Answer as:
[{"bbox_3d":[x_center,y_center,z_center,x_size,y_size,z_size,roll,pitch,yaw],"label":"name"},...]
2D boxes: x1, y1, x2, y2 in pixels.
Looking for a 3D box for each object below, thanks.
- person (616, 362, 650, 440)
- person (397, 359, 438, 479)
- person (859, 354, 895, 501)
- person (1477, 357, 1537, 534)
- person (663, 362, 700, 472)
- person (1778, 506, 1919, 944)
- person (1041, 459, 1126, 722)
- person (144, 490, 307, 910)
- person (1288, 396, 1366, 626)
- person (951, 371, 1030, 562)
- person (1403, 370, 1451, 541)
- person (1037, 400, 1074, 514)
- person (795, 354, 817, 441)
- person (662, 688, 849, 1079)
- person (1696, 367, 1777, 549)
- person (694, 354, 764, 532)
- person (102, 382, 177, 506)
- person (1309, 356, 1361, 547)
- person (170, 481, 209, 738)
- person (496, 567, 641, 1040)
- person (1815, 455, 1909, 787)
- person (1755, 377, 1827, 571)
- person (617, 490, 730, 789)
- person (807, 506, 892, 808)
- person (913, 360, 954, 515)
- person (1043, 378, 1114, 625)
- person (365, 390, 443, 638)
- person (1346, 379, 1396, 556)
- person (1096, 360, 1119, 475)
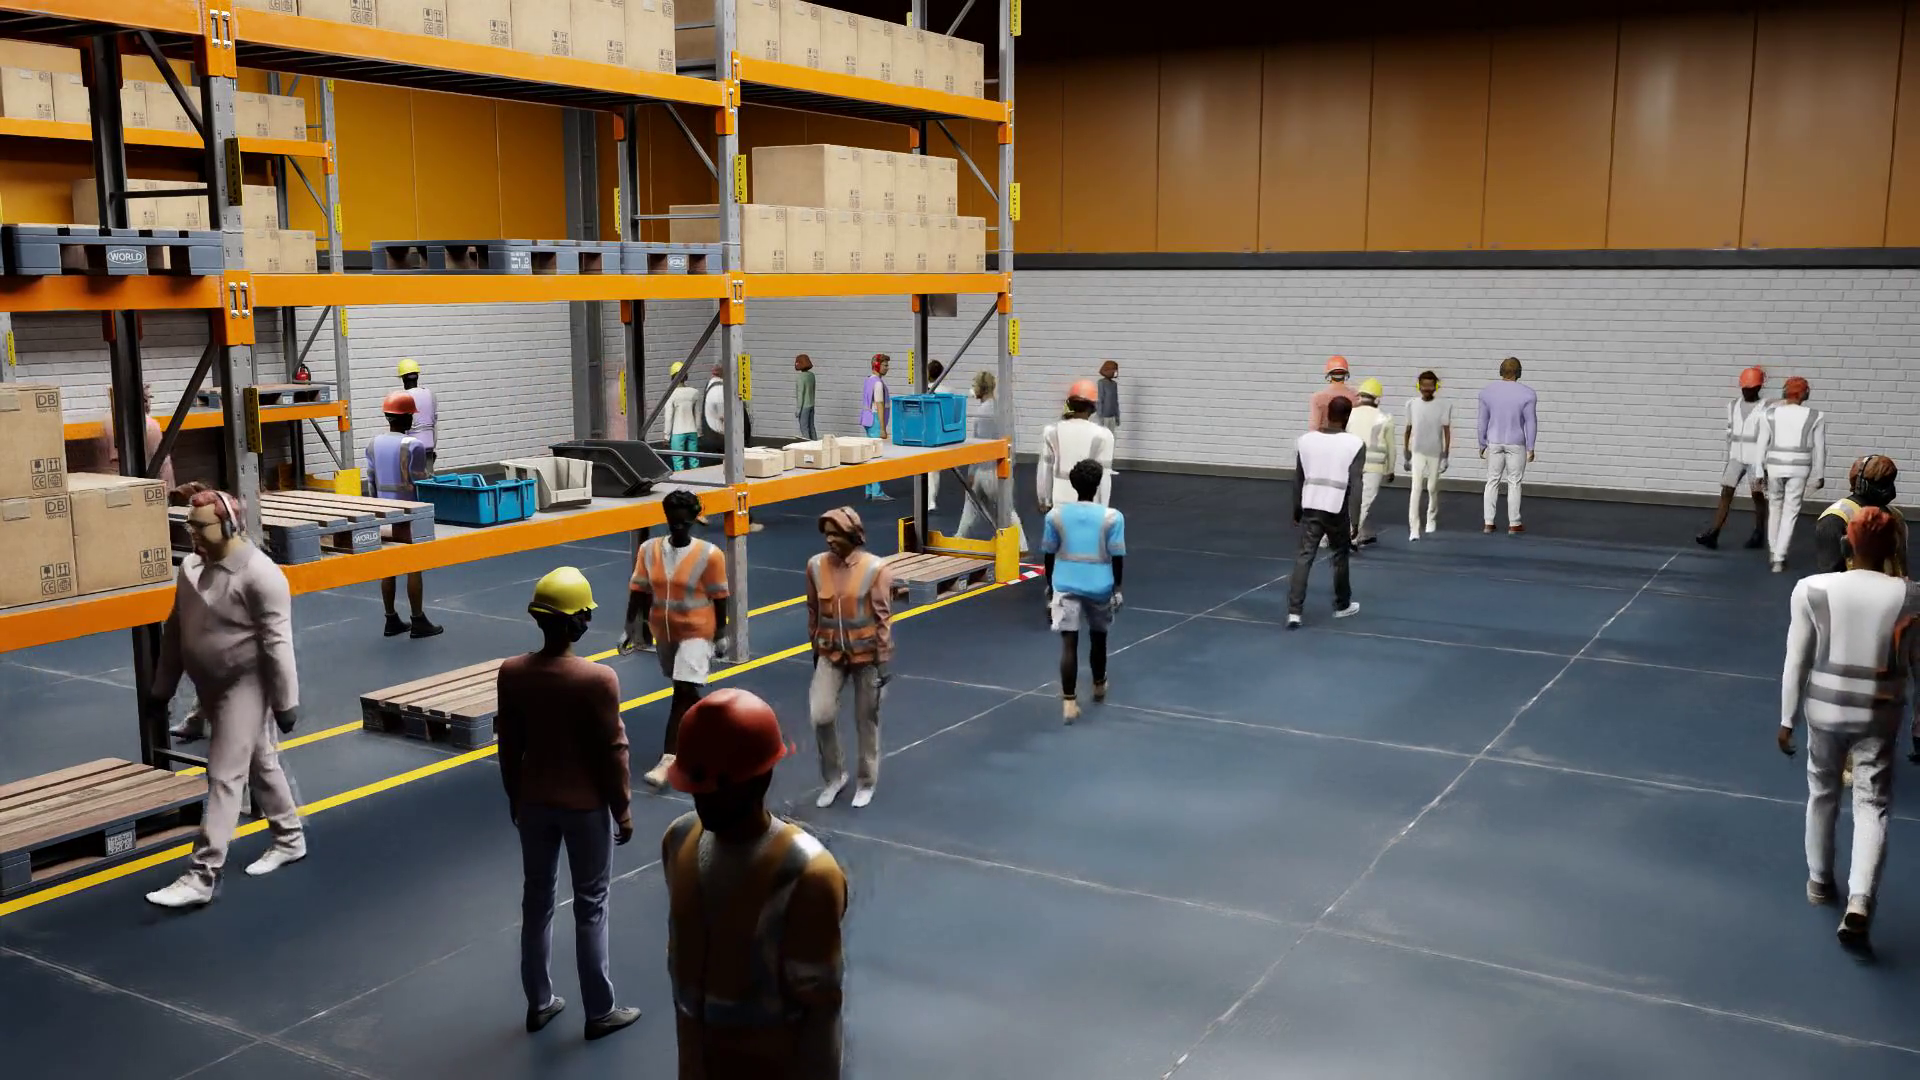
[{"bbox_3d":[-3.927,-1.216,19.575,0.864,1.871,0.671,-2,9,-13],"label":"person"},{"bbox_3d":[-5.886,-0.989,17.973,0.381,1.918,0.584,4,10,26],"label":"person"},{"bbox_3d":[-1.055,-1.401,20.796,0.388,1.837,0.563,-3,10,-18],"label":"person"},{"bbox_3d":[5.971,-1.029,18.160,0.635,1.938,0.360,6,11,33],"label":"person"},{"bbox_3d":[-3.404,-1.289,20.331,0.526,1.765,0.330,-9,13,-44],"label":"person"},{"bbox_3d":[3.872,0.780,7.186,0.587,1.854,0.906,5,10,28],"label":"person"},{"bbox_3d":[0.799,0.300,10.745,0.551,1.644,0.861,2,9,11],"label":"person"},{"bbox_3d":[-3.413,0.708,7.579,0.659,1.860,0.971,6,11,35],"label":"person"},{"bbox_3d":[2.957,-0.237,13.473,0.642,1.865,1.029,6,11,35],"label":"person"},{"bbox_3d":[0.235,-0.715,16.373,1.012,1.884,0.651,1,9,6],"label":"person"},{"bbox_3d":[5.052,-0.937,17.993,0.503,1.824,0.954,3,10,19],"label":"person"},{"bbox_3d":[0.962,-0.365,14.504,0.598,1.792,0.924,1,9,7],"label":"person"},{"bbox_3d":[-2.327,-1.971,24.991,0.268,1.632,0.507,4,10,22],"label":"person"},{"bbox_3d":[-0.514,1.272,3.918,0.560,1.915,0.739,6,11,33],"label":"person"},{"bbox_3d":[8.000,-0.817,17.010,0.960,1.883,0.567,-6,11,-35],"label":"person"},{"bbox_3d":[-2.587,-1.078,18.152,0.900,2.000,0.765,-3,9,-16],"label":"person"},{"bbox_3d":[-7.271,-0.465,14.819,0.663,1.888,0.574,6,11,32],"label":"person"},{"bbox_3d":[3.905,-0.917,17.297,0.621,1.990,0.396,-1,9,-7],"label":"person"},{"bbox_3d":[-4.602,0.404,10.353,0.512,1.571,0.897,4,10,22],"label":"person"},{"bbox_3d":[-1.456,0.975,6.193,0.533,1.768,0.310,3,10,19],"label":"person"},{"bbox_3d":[5.043,0.440,9.297,0.625,1.844,0.429,-5,10,-30],"label":"person"},{"bbox_3d":[8.037,-0.648,16.056,0.580,1.849,0.874,8,12,40],"label":"person"},{"bbox_3d":[-1.597,0.538,9.247,0.547,1.642,0.897,4,10,23],"label":"person"},{"bbox_3d":[-0.587,0.633,8.772,0.525,1.621,0.474,3,10,18],"label":"person"},{"bbox_3d":[-0.321,-1.217,19.759,0.541,1.818,0.972,-2,9,-12],"label":"person"},{"bbox_3d":[0.937,-0.316,13.533,0.609,2.008,0.998,3,10,17],"label":"person"},{"bbox_3d":[-4.337,-0.199,12.982,0.551,1.937,0.357,3,10,21],"label":"person"},{"bbox_3d":[4.101,-0.739,16.893,0.579,1.782,0.959,8,12,41],"label":"person"},{"bbox_3d":[2.074,-1.705,23.358,0.289,1.630,0.509,6,11,34],"label":"person"}]
